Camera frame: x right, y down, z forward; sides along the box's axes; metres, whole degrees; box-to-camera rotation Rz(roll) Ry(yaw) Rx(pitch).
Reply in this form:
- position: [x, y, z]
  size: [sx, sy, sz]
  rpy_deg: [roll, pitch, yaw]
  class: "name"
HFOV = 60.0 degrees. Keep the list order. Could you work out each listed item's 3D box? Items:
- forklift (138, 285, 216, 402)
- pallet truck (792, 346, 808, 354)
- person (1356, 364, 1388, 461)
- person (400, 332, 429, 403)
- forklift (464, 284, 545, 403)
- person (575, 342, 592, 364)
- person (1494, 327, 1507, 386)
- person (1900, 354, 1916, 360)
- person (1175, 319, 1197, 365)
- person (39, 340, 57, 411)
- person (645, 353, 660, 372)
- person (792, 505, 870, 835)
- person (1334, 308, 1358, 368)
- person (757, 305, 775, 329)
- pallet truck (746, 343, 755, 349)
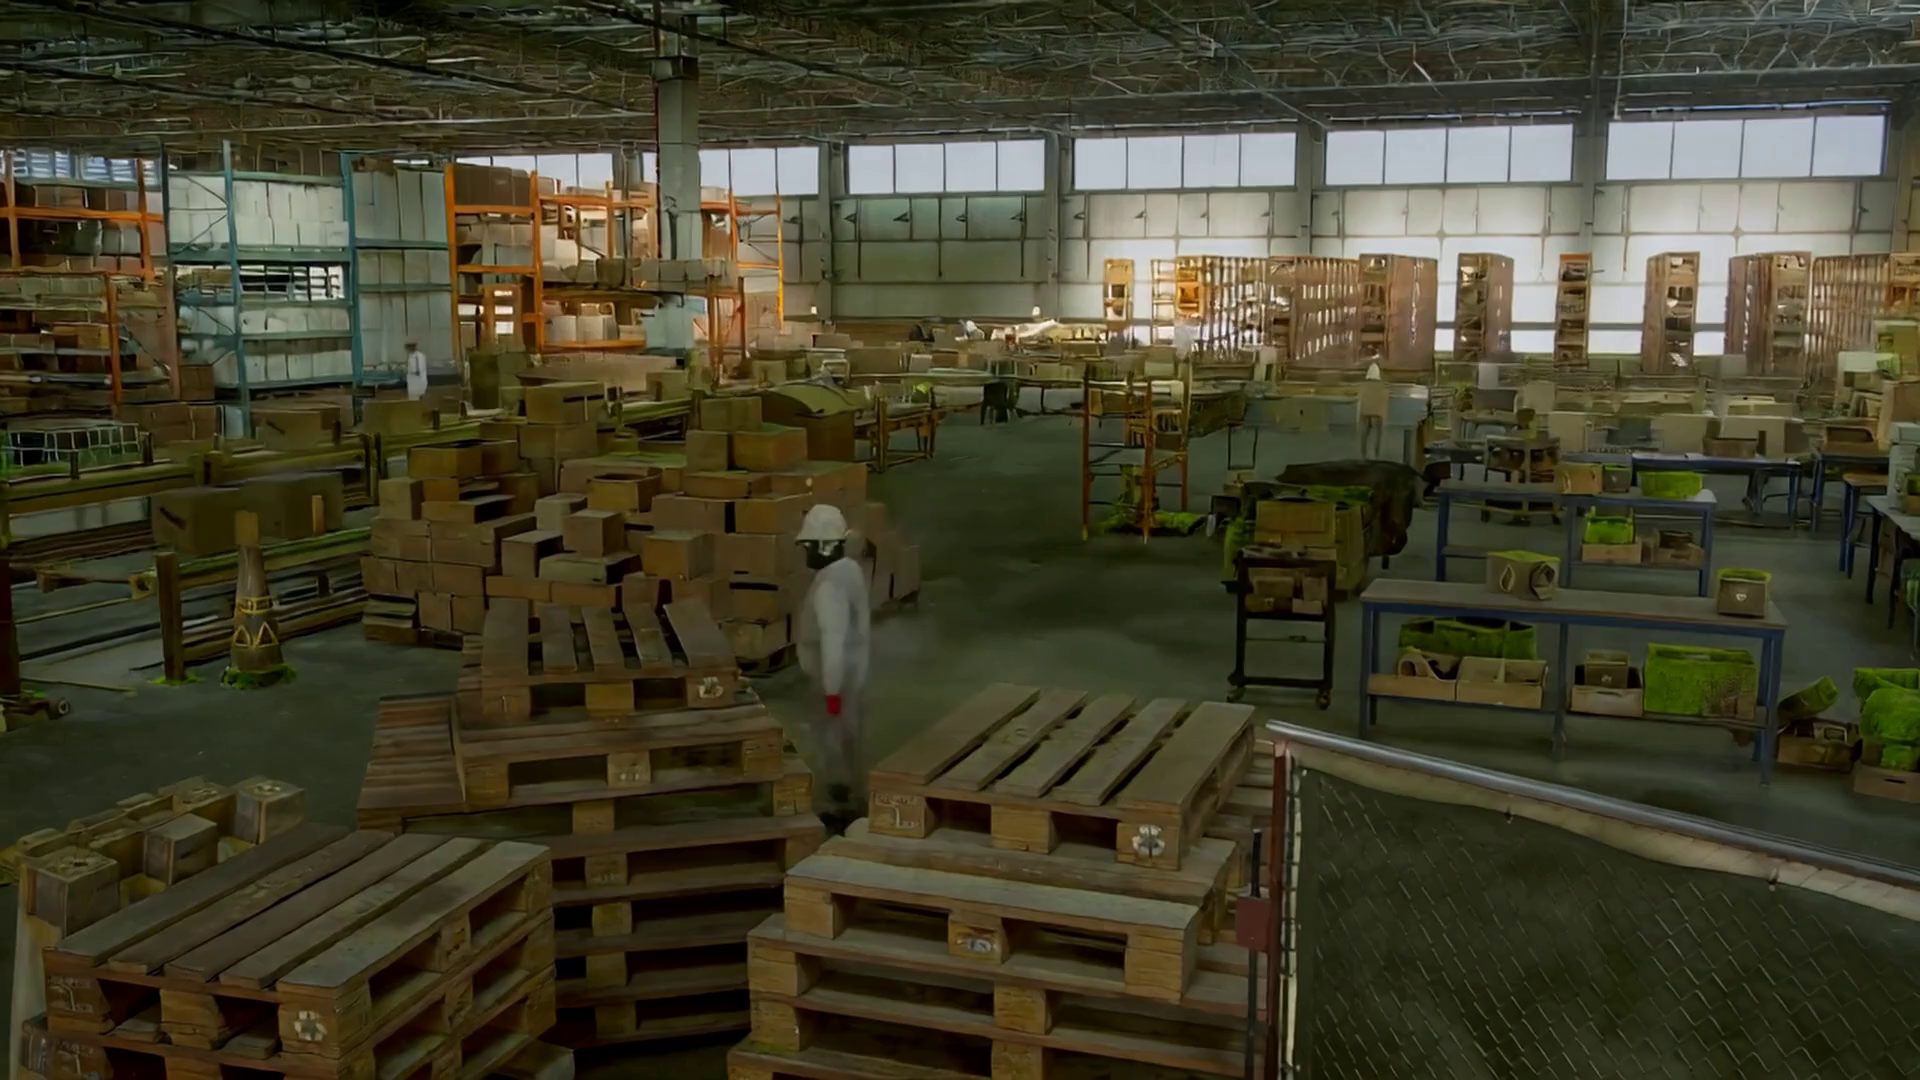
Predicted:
- position: [-17.480, -4.200, 36.461]
  size: [1.873, 2.768, 1.129]
  rpy_deg: [3, 10, 19]
  class: "forklift"
- position: [-3.705, -4.298, 42.022]
  size: [0.653, 1.274, 1.630]
  rpy_deg: [3, 10, 20]
  class: "pallet truck"
- position: [6.518, -1.963, 26.316]
  size: [0.507, 1.631, 0.266]
  rpy_deg: [5, 10, 29]
  class: "person"
- position: [-9.634, -2.649, 29.386]
  size: [0.437, 2.028, 0.604]
  rpy_deg: [0, 9, -1]
  class: "person"
- position: [-10.832, -4.702, 39.610]
  size: [1.129, 2.768, 1.873]
  rpy_deg: [3, 10, 20]
  class: "forklift"
- position: [-11.488, -5.917, 50.777]
  size: [0.531, 1.746, 0.579]
  rpy_deg: [3, 9, 17]
  class: "person"
- position: [13.262, -4.354, 40.964]
  size: [0.412, 1.753, 0.536]
  rpy_deg: [2, 9, 11]
  class: "person"
- position: [21.270, -3.811, 37.415]
  size: [0.960, 1.804, 0.585]
  rpy_deg: [6, 11, 33]
  class: "person"
- position: [5.995, -4.920, 44.114]
  size: [0.473, 1.885, 0.639]
  rpy_deg: [6, 11, 33]
  class: "person"
- position: [-18.569, -3.209, 33.795]
  size: [0.507, 1.745, 0.551]
  rpy_deg: [5, 10, 27]
  class: "person"
- position: [-7.761, -4.637, 42.581]
  size: [0.597, 1.805, 0.802]
  rpy_deg: [-4, 10, -25]
  class: "person"
- position: [-0.698, 0.710, 8.982]
  size: [0.416, 1.819, 0.594]
  rpy_deg: [1, 9, 7]
  class: "person"
- position: [12.109, -6.286, 52.304]
  size: [0.878, 2.018, 0.618]
  rpy_deg: [3, 10, 19]
  class: "person"
- position: [-7.280, -7.769, 61.904]
  size: [0.657, 1.904, 0.933]
  rpy_deg: [4, 10, 22]
  class: "person"
- position: [-6.183, -4.618, 44.264]
  size: [1.601, 1.201, 0.680]
  rpy_deg: [-9, 12, -43]
  class: "pallet truck"
